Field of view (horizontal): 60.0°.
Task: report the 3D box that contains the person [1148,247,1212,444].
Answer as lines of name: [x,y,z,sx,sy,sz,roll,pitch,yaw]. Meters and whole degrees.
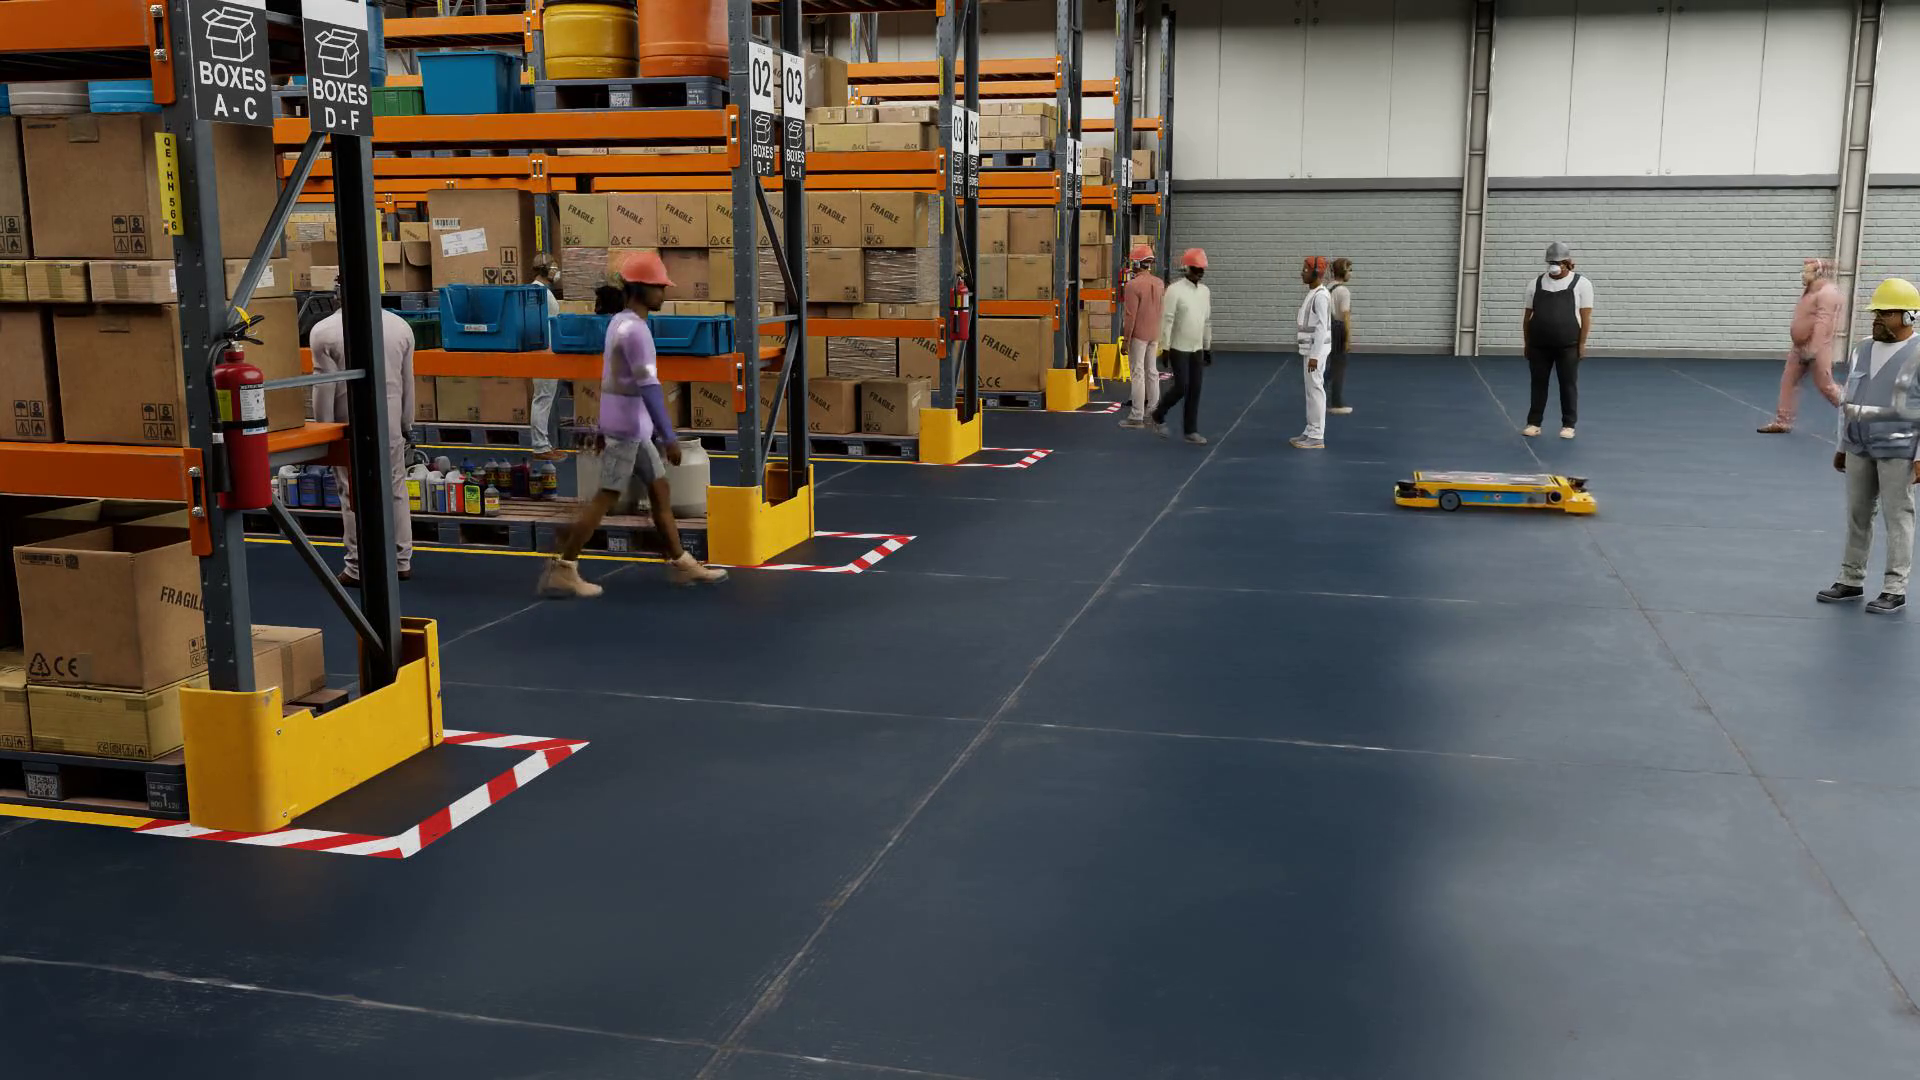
person: [2.247,-1.938,16.673,0.658,1.971,0.572,-9,14,-41]

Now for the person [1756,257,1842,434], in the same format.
person: [9.008,-2.030,17.480,0.958,1.872,0.629,0,10,-1]

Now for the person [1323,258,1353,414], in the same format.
person: [4.405,-2.373,19.456,0.424,1.835,0.549,-3,11,-17]

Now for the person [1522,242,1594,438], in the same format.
person: [6.147,-2.073,17.225,0.680,2.000,0.535,7,12,33]

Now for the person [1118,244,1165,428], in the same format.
person: [1.978,-2.216,18.143,0.377,1.995,0.608,10,14,43]

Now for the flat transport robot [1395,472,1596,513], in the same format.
flat transport robot: [4.077,-0.380,12.744,1.431,0.197,0.652,3,11,14]

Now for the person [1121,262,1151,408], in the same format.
person: [2.183,-2.525,20.300,0.403,1.835,0.588,9,14,42]

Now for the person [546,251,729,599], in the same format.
person: [-1.910,-0.648,9.523,1.069,1.985,0.635,-3,11,-15]

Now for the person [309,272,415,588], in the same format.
person: [-3.529,-0.671,9.827,0.410,1.909,0.642,9,13,40]

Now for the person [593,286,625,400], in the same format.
person: [-2.664,-1.101,12.790,0.316,1.696,0.541,-4,11,-23]

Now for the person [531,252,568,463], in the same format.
person: [-3.839,-1.680,15.368,0.359,1.934,0.627,-2,11,-13]

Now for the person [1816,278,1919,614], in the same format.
person: [5.088,-0.518,9.181,0.404,1.831,0.600,-4,11,-22]

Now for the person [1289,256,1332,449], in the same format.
person: [3.468,-1.839,16.369,0.356,1.882,0.572,1,10,4]
